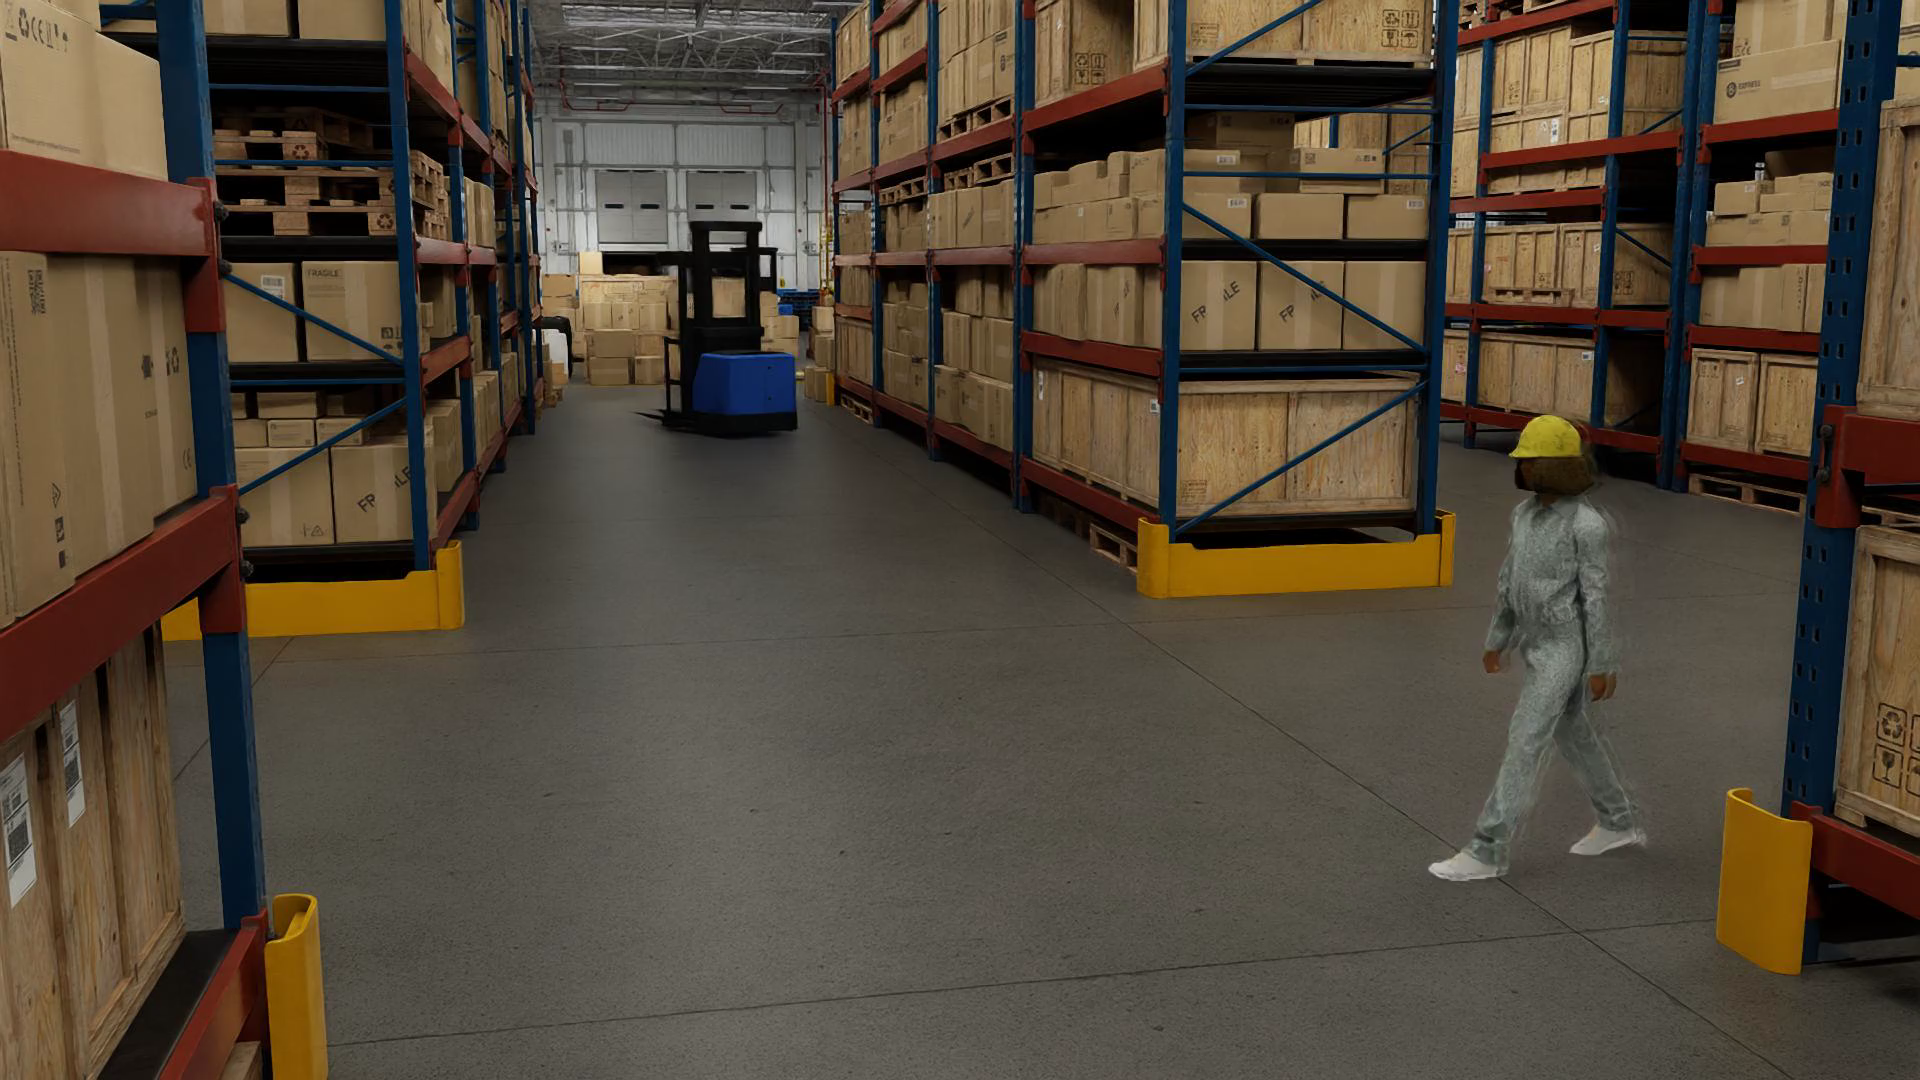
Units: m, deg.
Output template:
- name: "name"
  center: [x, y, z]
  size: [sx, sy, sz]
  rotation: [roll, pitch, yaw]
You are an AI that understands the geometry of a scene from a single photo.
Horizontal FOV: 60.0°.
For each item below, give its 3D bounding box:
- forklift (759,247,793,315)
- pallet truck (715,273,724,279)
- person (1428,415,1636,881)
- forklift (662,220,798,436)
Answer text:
- name: "forklift"
  center: [-6.009, -7.555, 50.877]
  size: [1.129, 2.768, 1.873]
  rotation: [-7, 12, -38]
- name: "pallet truck"
  center: [-8.580, -8.986, 62.280]
  size: [1.885, 1.965, 0.823]
  rotation: [1, 9, 5]
- name: "person"
  center: [2.169, 0.384, 6.092]
  size: [0.911, 1.696, 0.503]
  rotation: [-2, 10, -13]
- name: "forklift"
  center: [-3.090, -2.857, 22.239]
  size: [1.129, 2.768, 1.873]
  rotation: [-7, 12, -36]
